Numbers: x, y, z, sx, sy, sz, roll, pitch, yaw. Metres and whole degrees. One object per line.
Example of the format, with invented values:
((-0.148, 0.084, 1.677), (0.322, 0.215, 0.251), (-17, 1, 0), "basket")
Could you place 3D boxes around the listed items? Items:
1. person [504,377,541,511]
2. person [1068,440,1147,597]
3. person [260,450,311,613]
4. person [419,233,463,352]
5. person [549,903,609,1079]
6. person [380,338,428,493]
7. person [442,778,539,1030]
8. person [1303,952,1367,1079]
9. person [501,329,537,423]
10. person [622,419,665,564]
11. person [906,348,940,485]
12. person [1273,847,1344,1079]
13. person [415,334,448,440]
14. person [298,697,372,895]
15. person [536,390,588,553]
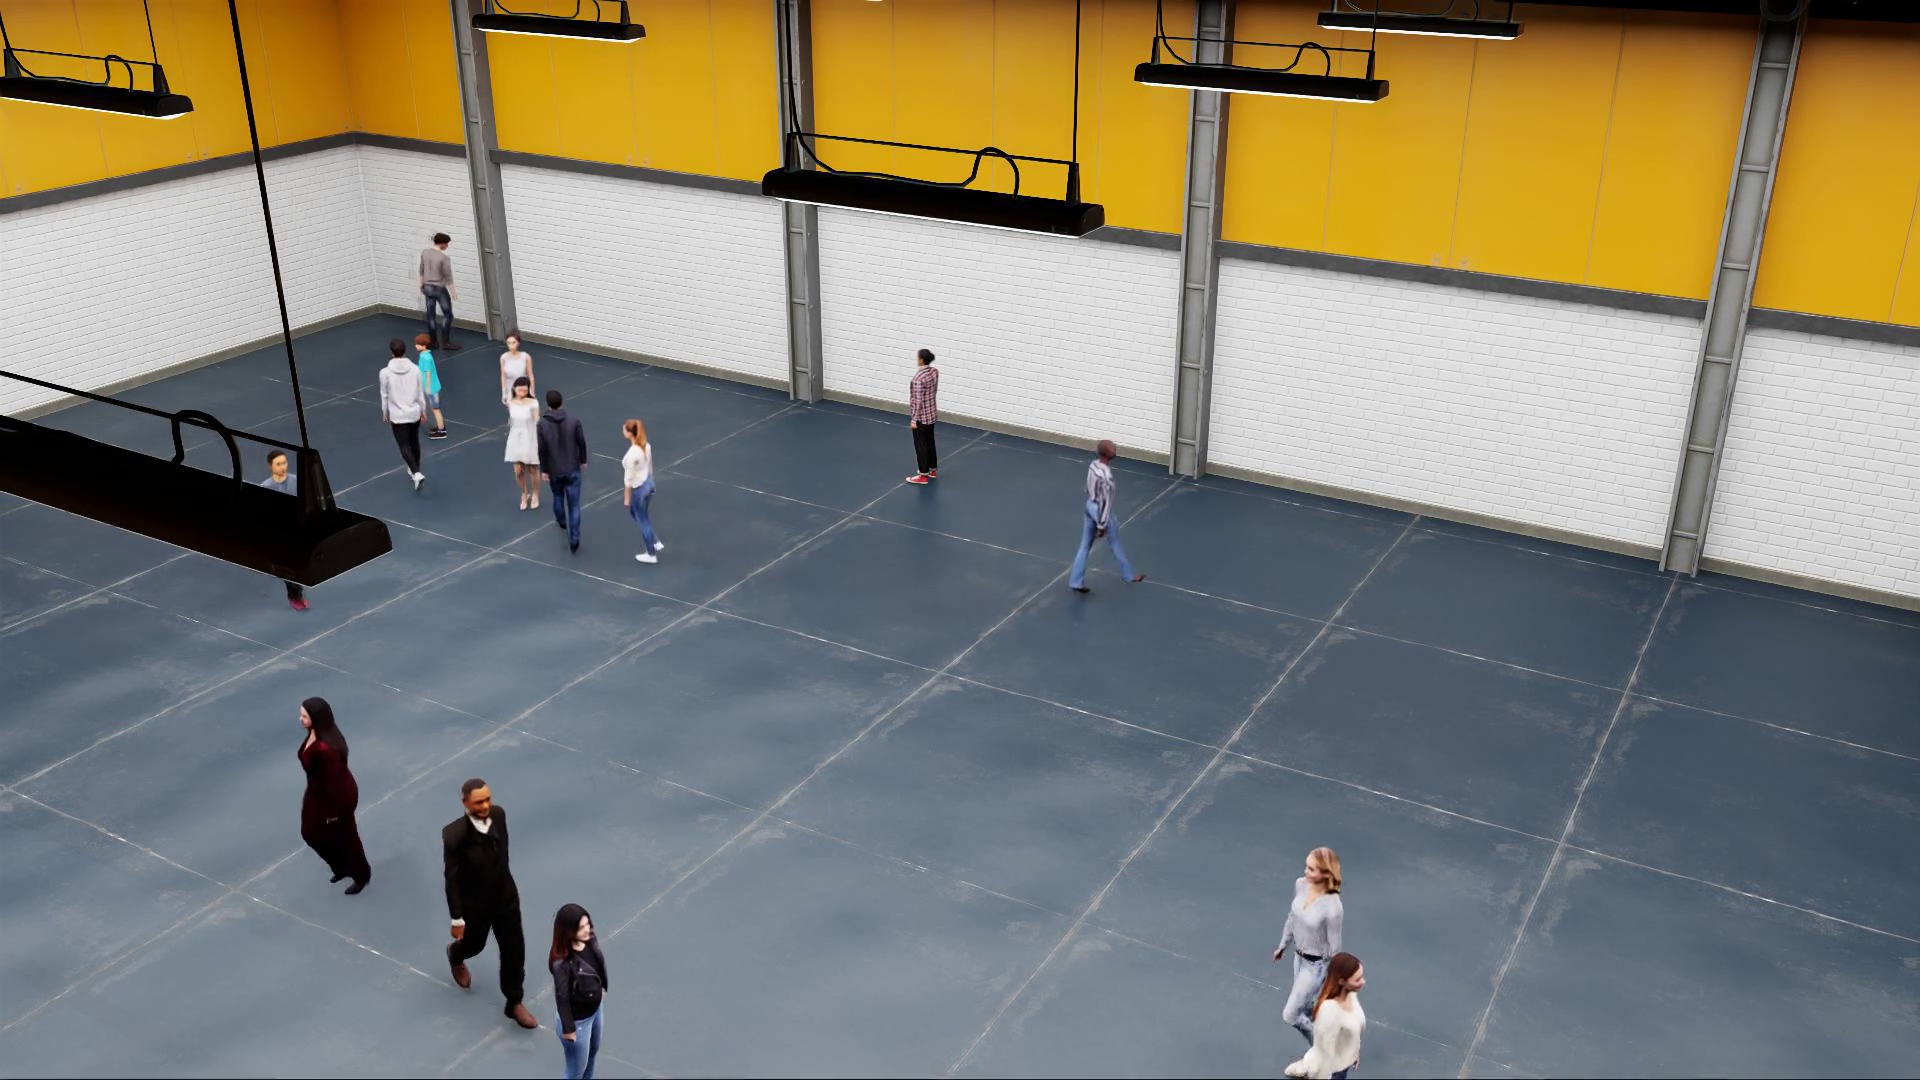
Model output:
((-5.233, -1.159, 20.075), (0.813, 1.737, 0.847), (7, 25, 15), "person")
((1.411, -0.204, 17.868), (1.095, 1.756, 1.150), (-11, 26, -24), "person")
((-7.168, -0.121, 17.621), (0.675, 1.800, 0.722), (18, 29, 35), "person")
((-8.319, -3.919, 26.235), (0.620, 1.860, 0.973), (1, 24, 3), "person")
((-2.425, 3.024, 10.636), (0.664, 1.633, 0.710), (5, 24, 11), "person")
((-6.897, -1.541, 20.743), (0.985, 1.903, 1.256), (-16, 28, -33), "person")
((-3.366, 2.475, 11.593), (0.887, 1.874, 1.288), (-22, 32, -40), "person")
((2.186, 3.209, 10.153), (0.708, 1.681, 0.648), (11, 26, 24), "person")
((-5.885, -2.008, 22.169), (0.694, 1.616, 0.777), (-1, 24, -3), "person")
((-3.502, -0.537, 18.681), (0.717, 1.715, 0.699), (7, 25, 15), "person")
((-0.456, -1.584, 21.017), (0.607, 1.762, 0.696), (11, 26, 23), "person")
((2.390, 2.782, 11.000), (0.780, 1.785, 0.719), (-7, 25, -15), "person")
((-7.172, -2.106, 22.604), (0.651, 1.447, 0.578), (-8, 25, -19), "person")
((-4.779, 1.965, 12.924), (0.864, 1.741, 0.766), (-15, 28, -30), "person")
((-4.523, -0.761, 19.031), (1.162, 1.844, 1.197), (-5, 24, -12), "person")
